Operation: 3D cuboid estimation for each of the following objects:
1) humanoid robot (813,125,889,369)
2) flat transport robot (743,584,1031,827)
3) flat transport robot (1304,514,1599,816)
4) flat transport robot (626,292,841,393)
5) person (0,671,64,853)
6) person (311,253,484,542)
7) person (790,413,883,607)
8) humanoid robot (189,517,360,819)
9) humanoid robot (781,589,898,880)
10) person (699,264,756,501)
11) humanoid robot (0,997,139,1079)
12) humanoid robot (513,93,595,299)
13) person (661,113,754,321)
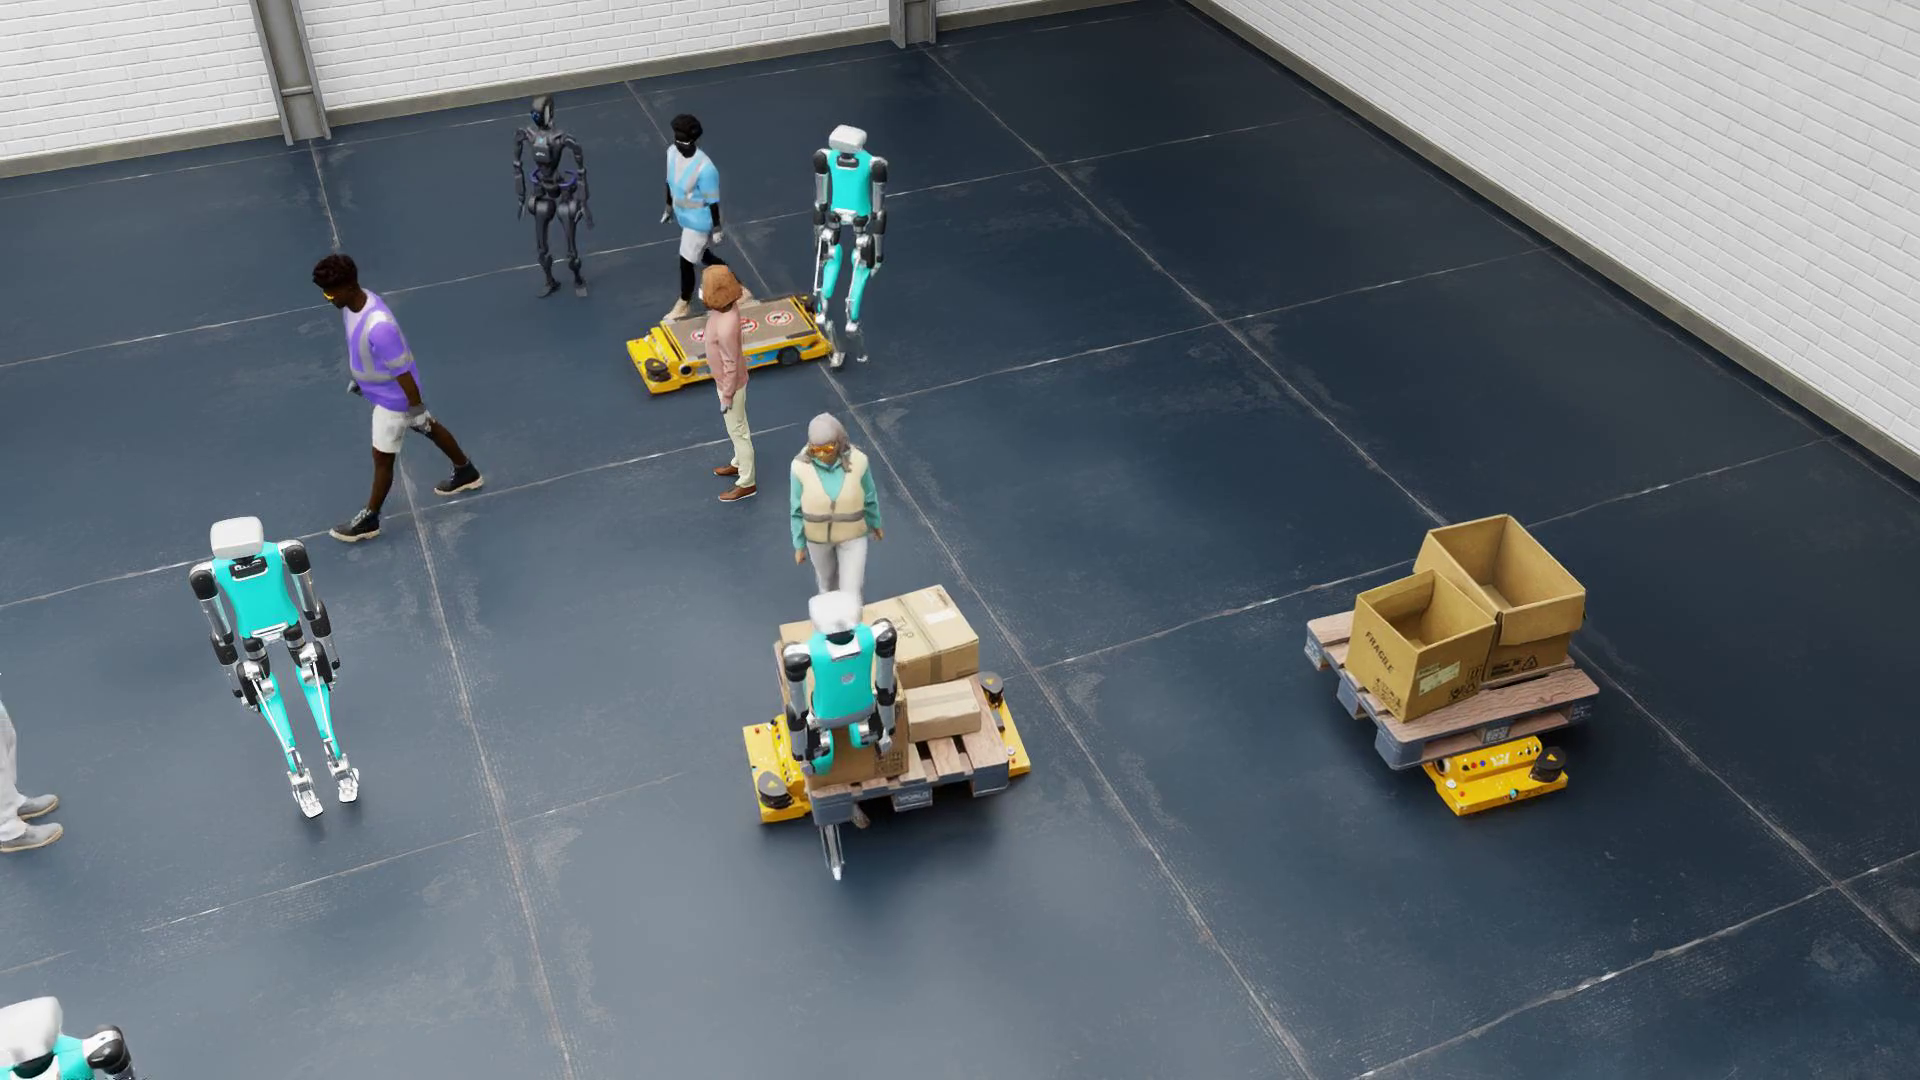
[{"bbox_3d":[-0.815,-1.934,11.582,0.554,1.790,0.726,10,39,12],"label":"humanoid robot"},{"bbox_3d":[-0.399,1.088,8.857,1.431,0.231,0.659,-9,38,-11],"label":"flat transport robot"},{"bbox_3d":[2.647,0.887,9.119,0.659,0.231,1.431,-12,39,-15],"label":"flat transport robot"},{"bbox_3d":[-1.658,-1.450,12.161,1.431,0.231,0.659,-15,40,-19],"label":"flat transport robot"},{"bbox_3d":[-4.758,0.739,8.011,0.388,1.869,0.615,-18,41,-22],"label":"person"},{"bbox_3d":[-3.512,-0.919,10.135,1.039,1.899,0.686,-20,42,-24],"label":"person"},{"bbox_3d":[-0.674,-0.038,9.186,0.489,1.660,0.871,-1,38,-1],"label":"person"},{"bbox_3d":[-3.240,0.719,8.024,0.533,1.677,0.735,-17,41,-20],"label":"humanoid robot"},{"bbox_3d":[-0.636,0.813,8.017,0.537,1.787,0.825,-13,40,-17],"label":"humanoid robot"},{"bbox_3d":[-1.462,-0.998,10.448,0.288,1.636,0.499,-7,38,-8],"label":"person"},{"bbox_3d":[-3.248,2.174,6.242,0.539,1.786,0.782,-17,41,-21],"label":"humanoid robot"},{"bbox_3d":[-3.030,-2.554,12.451,0.603,1.662,0.336,6,38,8],"label":"humanoid robot"},{"bbox_3d":[-1.917,-2.378,12.213,0.707,1.656,0.532,-18,41,-22],"label":"person"}]
